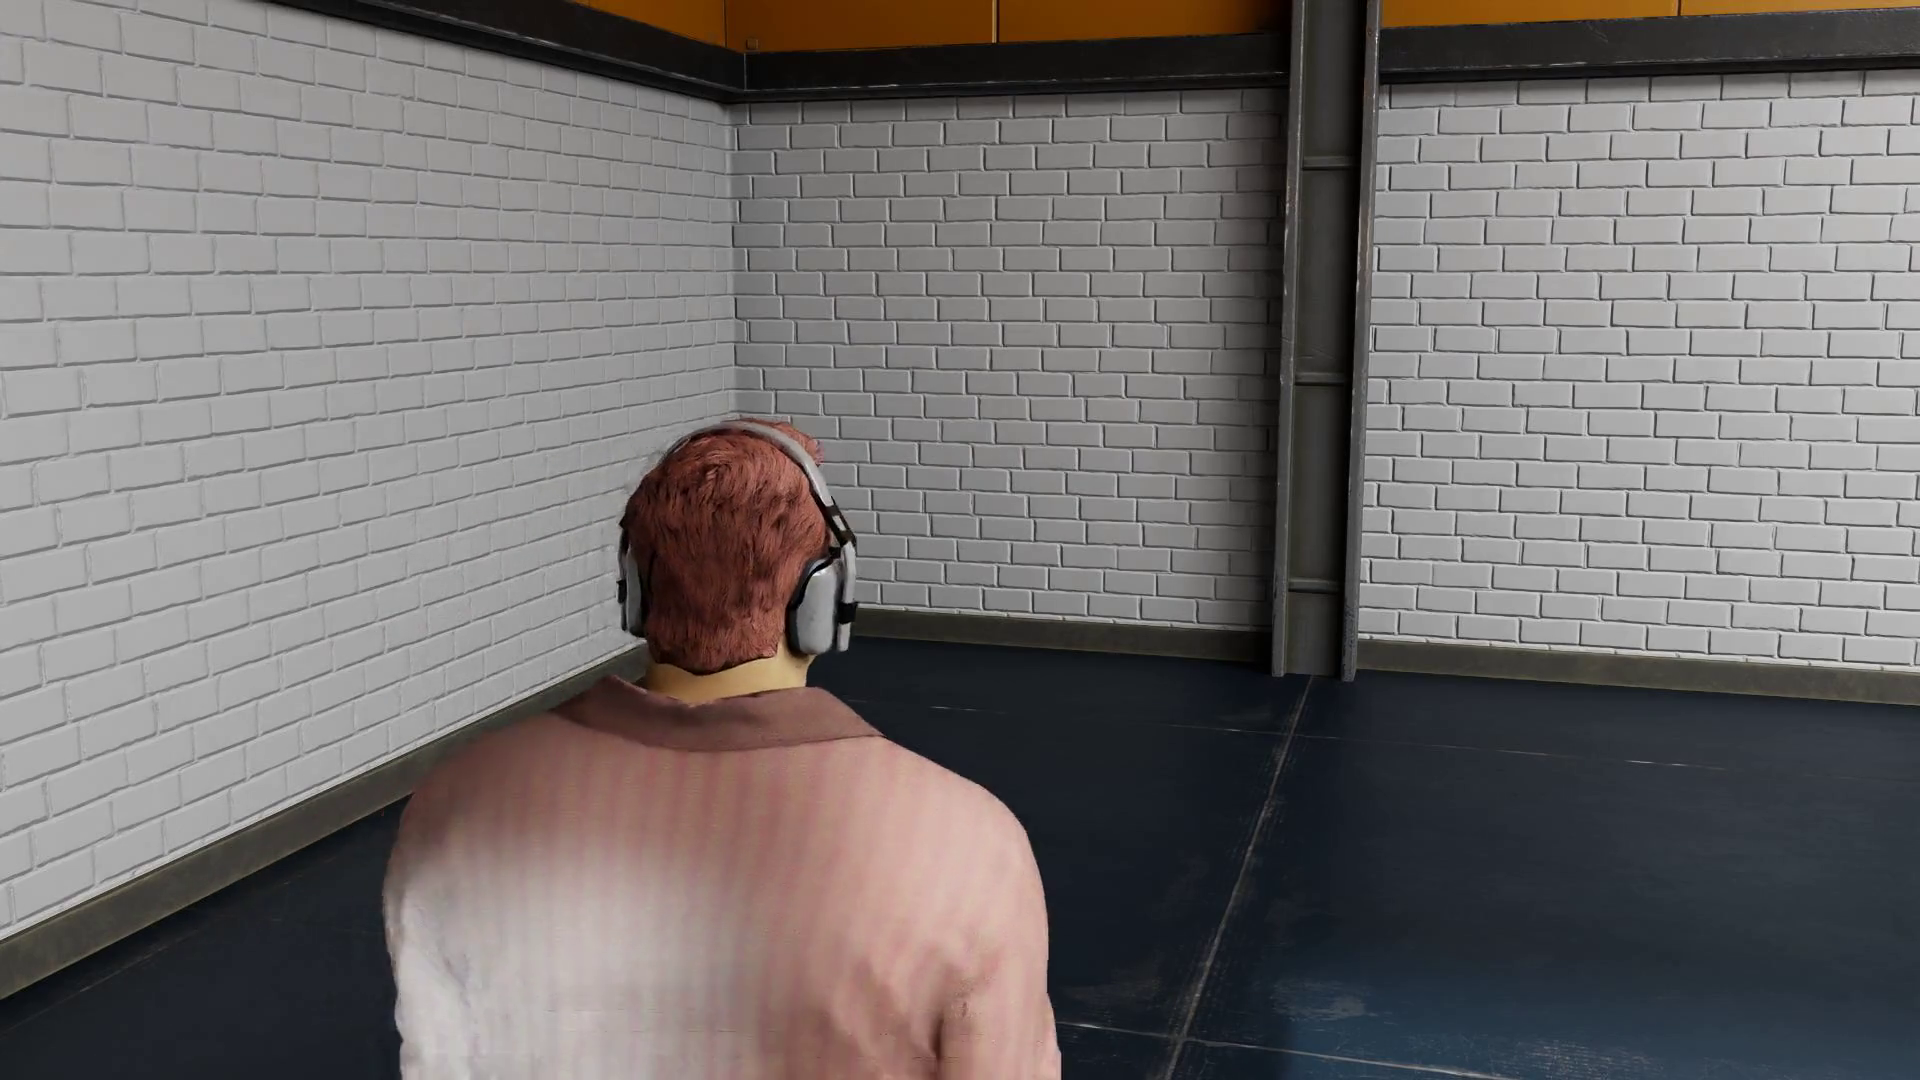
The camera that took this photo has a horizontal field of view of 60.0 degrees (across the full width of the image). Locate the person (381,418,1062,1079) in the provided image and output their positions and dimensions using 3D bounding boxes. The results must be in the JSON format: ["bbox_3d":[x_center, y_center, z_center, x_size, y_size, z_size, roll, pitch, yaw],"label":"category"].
[{"bbox_3d":[-0.198,0.801,1.816,0.668,1.861,0.942,2,9,10],"label":"person"}]
